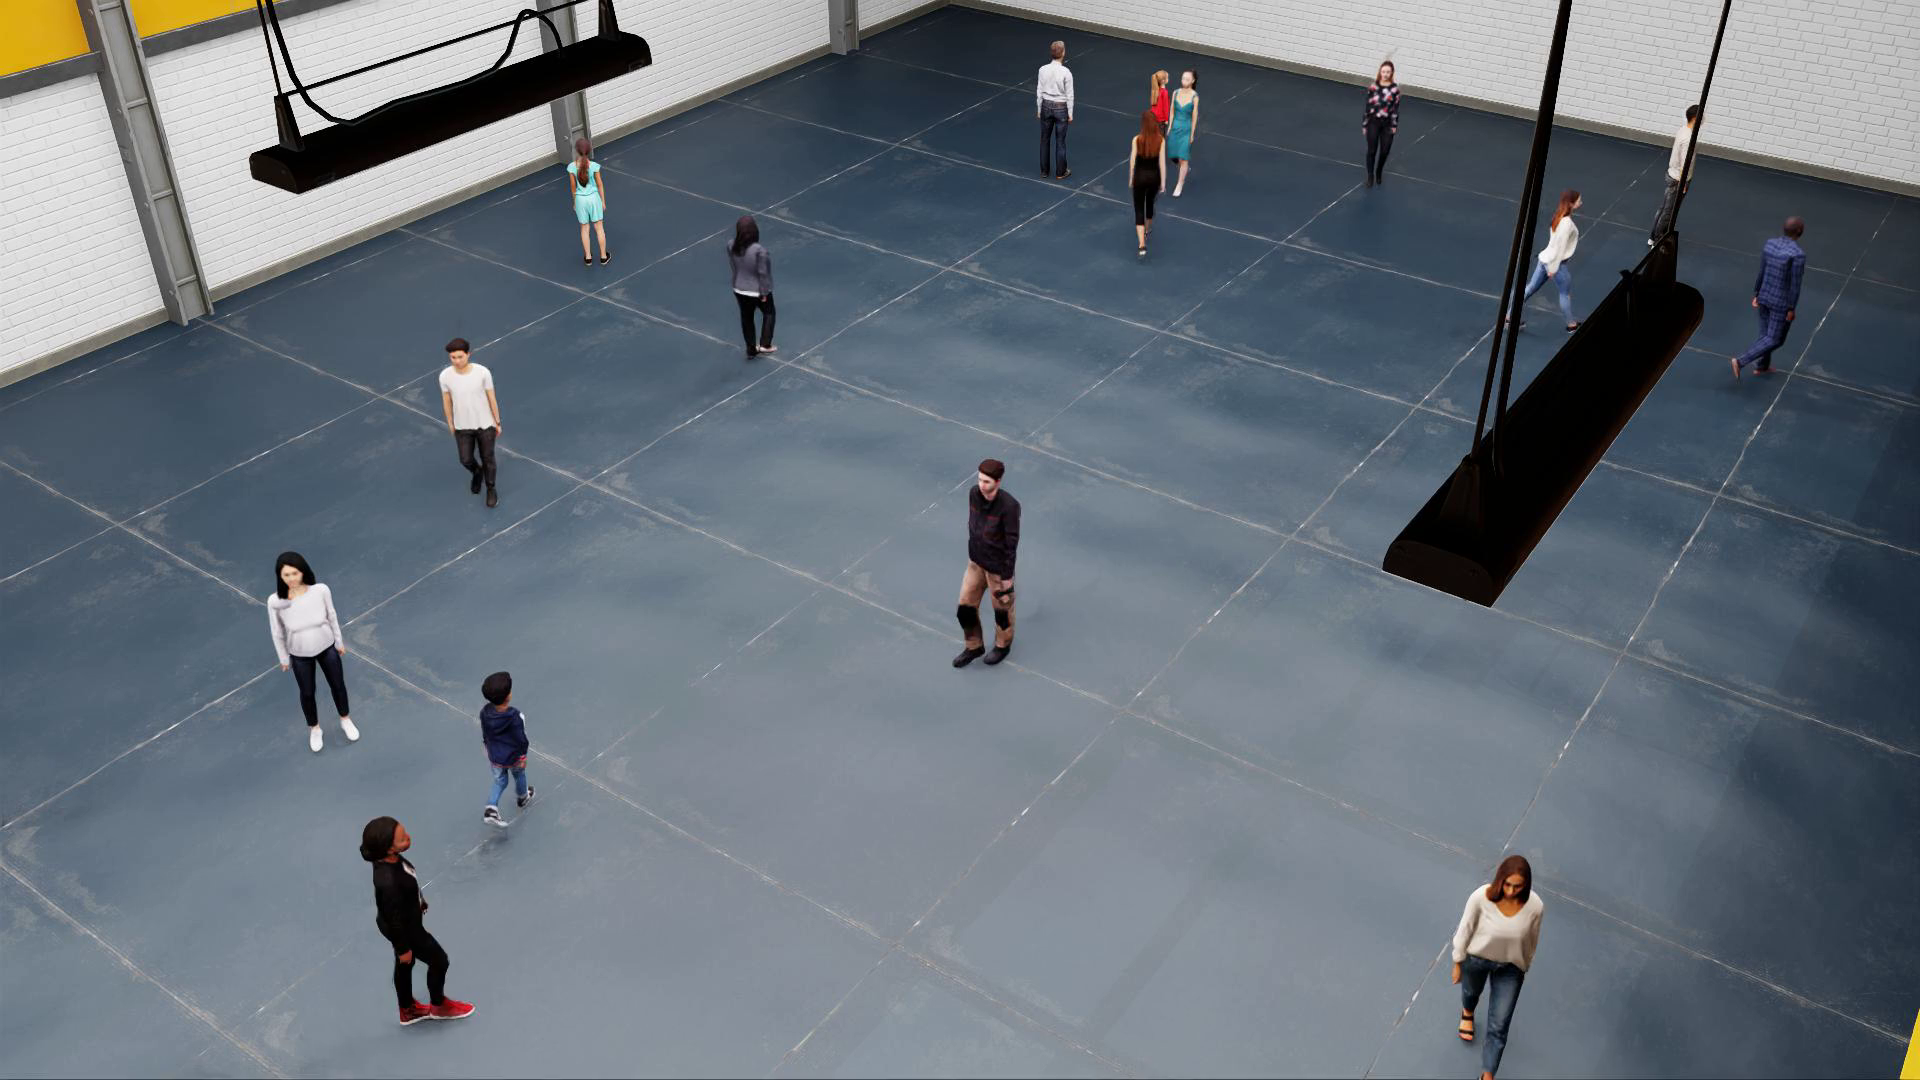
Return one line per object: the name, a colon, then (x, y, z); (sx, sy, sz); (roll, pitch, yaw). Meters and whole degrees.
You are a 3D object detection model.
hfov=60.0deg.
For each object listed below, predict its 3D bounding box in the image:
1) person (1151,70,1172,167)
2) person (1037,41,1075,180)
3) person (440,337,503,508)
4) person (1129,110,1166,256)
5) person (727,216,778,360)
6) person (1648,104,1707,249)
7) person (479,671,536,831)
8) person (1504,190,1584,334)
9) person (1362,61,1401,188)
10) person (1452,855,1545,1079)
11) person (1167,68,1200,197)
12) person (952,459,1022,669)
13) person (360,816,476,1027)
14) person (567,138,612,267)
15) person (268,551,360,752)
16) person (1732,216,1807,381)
person: (2.712, -5.748, 22.603); (0.605, 1.281, 0.576); (-16, 37, -23)
person: (1.258, -5.713, 22.065); (0.703, 1.819, 0.631); (13, 36, 18)
person: (-4.446, -1.133, 15.272); (0.794, 1.711, 0.853); (-5, 34, -8)
person: (2.237, -4.259, 19.994); (1.036, 1.690, 1.163); (0, 34, 0)
person: (-2.251, -2.650, 17.665); (0.717, 1.588, 0.718); (15, 36, 21)
person: (8.651, -4.372, 20.055); (0.791, 1.811, 0.621); (7, 34, 10)
person: (-3.238, 1.525, 11.742); (0.674, 1.191, 0.855); (9, 35, 13)
person: (6.390, -3.005, 18.151); (1.074, 1.642, 1.171); (3, 34, 4)
person: (5.529, -5.483, 21.850); (0.676, 1.673, 0.673); (9, 35, 13)
person: (3.175, 2.455, 9.933); (0.849, 1.646, 1.124); (8, 34, 12)
person: (2.924, -5.304, 21.578); (0.563, 1.676, 0.667); (24, 40, 31)
person: (0.313, 0.157, 13.153); (0.695, 1.909, 0.751); (22, 39, 29)
person: (-3.444, 2.356, 10.069); (0.829, 1.660, 0.773); (-13, 36, -19)
person: (-4.420, -4.029, 19.768); (0.646, 1.557, 0.698); (-3, 34, -5)
person: (-4.814, 0.803, 12.369); (0.631, 1.700, 0.757); (-17, 37, -24)
person: (8.383, -2.451, 17.175); (1.104, 1.800, 1.005); (-11, 35, -16)
